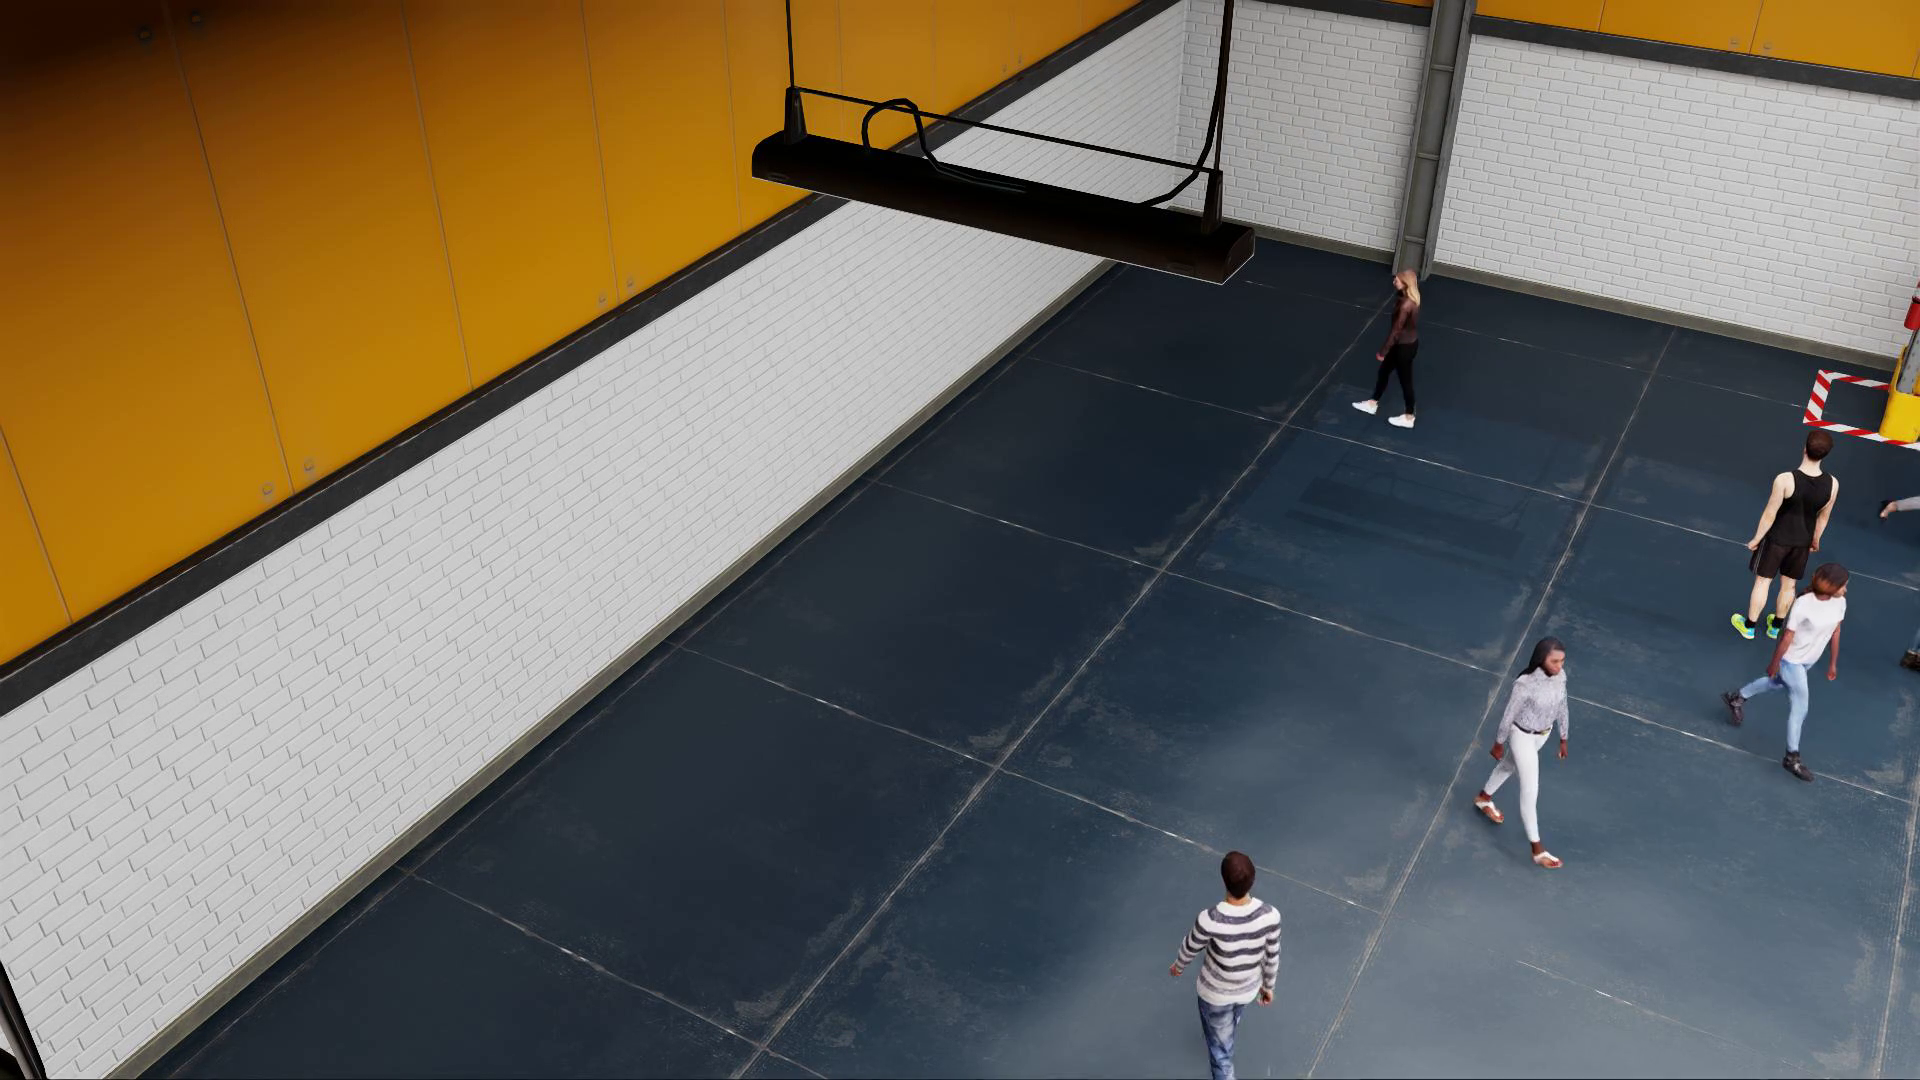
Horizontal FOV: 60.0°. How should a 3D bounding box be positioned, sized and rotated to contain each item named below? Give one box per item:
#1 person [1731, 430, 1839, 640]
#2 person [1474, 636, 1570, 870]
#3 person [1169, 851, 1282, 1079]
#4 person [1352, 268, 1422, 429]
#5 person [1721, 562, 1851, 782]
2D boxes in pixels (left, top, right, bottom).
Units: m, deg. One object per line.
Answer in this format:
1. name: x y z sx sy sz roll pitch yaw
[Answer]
1. person: 6.642 -0.025 13.348 0.688 1.890 0.839 2 34 3
2. person: 3.857 1.335 11.489 1.012 1.684 1.203 -16 37 -22
3. person: 1.562 2.625 9.442 1.179 1.801 1.197 -7 34 -11
4. person: 4.426 -1.844 16.275 0.923 1.679 0.707 12 35 17
5. person: 6.098 0.842 12.236 1.045 1.677 1.232 -13 36 -19
